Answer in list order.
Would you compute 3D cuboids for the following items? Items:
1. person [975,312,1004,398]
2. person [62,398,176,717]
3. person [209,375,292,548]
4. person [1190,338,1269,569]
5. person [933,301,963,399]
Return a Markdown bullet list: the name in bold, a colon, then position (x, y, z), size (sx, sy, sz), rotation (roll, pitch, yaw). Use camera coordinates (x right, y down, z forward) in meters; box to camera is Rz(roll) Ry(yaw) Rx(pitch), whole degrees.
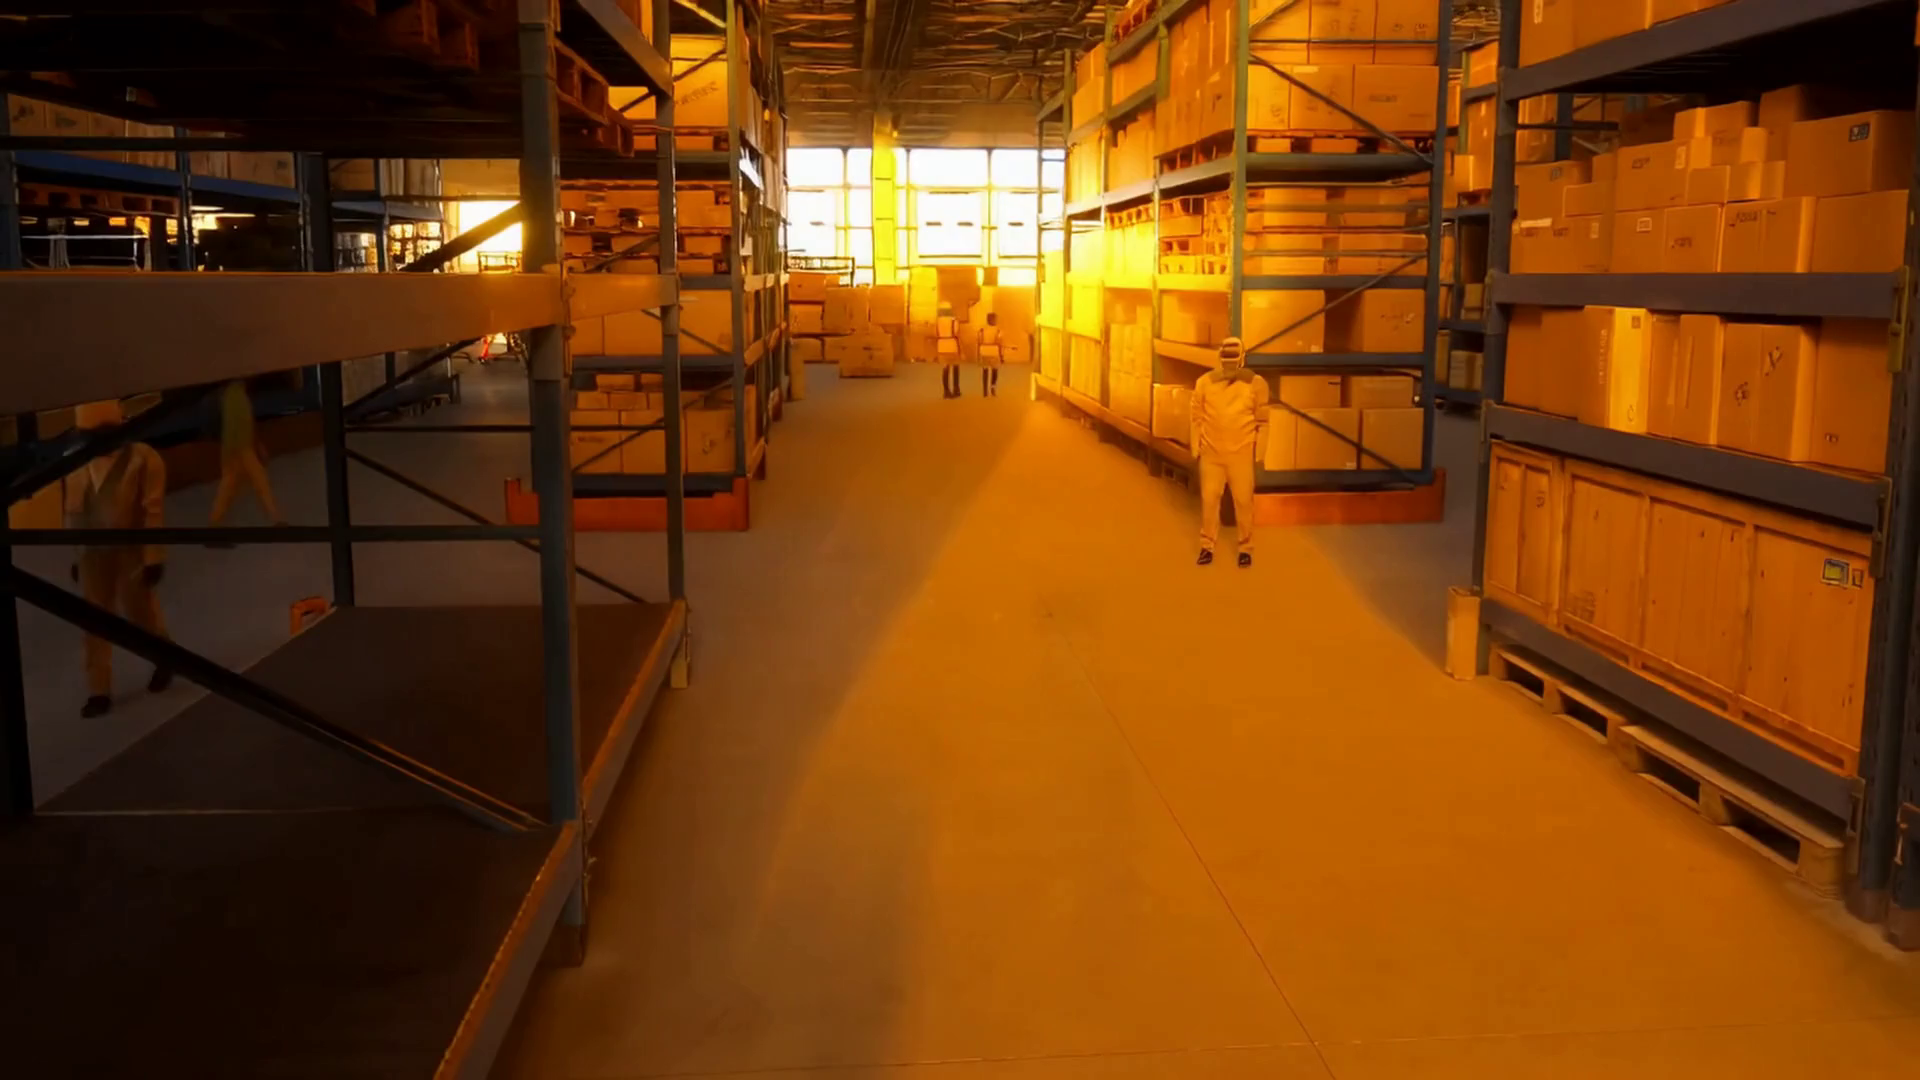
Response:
- **person**: position (0.584, -3.633, 32.694), size (0.615, 1.669, 0.364), rotation (3, 9, 17)
- **person**: position (-4.667, 0.041, 9.267), size (0.598, 1.800, 0.731), rotation (0, 9, -1)
- **person**: position (-6.249, -0.786, 14.670), size (0.856, 1.730, 0.530), rotation (-1, 9, -7)
- **person**: position (2.196, -0.709, 13.681), size (0.640, 1.899, 0.396), rotation (4, 10, 21)
- **person**: position (-0.199, -3.723, 32.623), size (0.629, 1.882, 0.788), rotation (3, 10, 18)
